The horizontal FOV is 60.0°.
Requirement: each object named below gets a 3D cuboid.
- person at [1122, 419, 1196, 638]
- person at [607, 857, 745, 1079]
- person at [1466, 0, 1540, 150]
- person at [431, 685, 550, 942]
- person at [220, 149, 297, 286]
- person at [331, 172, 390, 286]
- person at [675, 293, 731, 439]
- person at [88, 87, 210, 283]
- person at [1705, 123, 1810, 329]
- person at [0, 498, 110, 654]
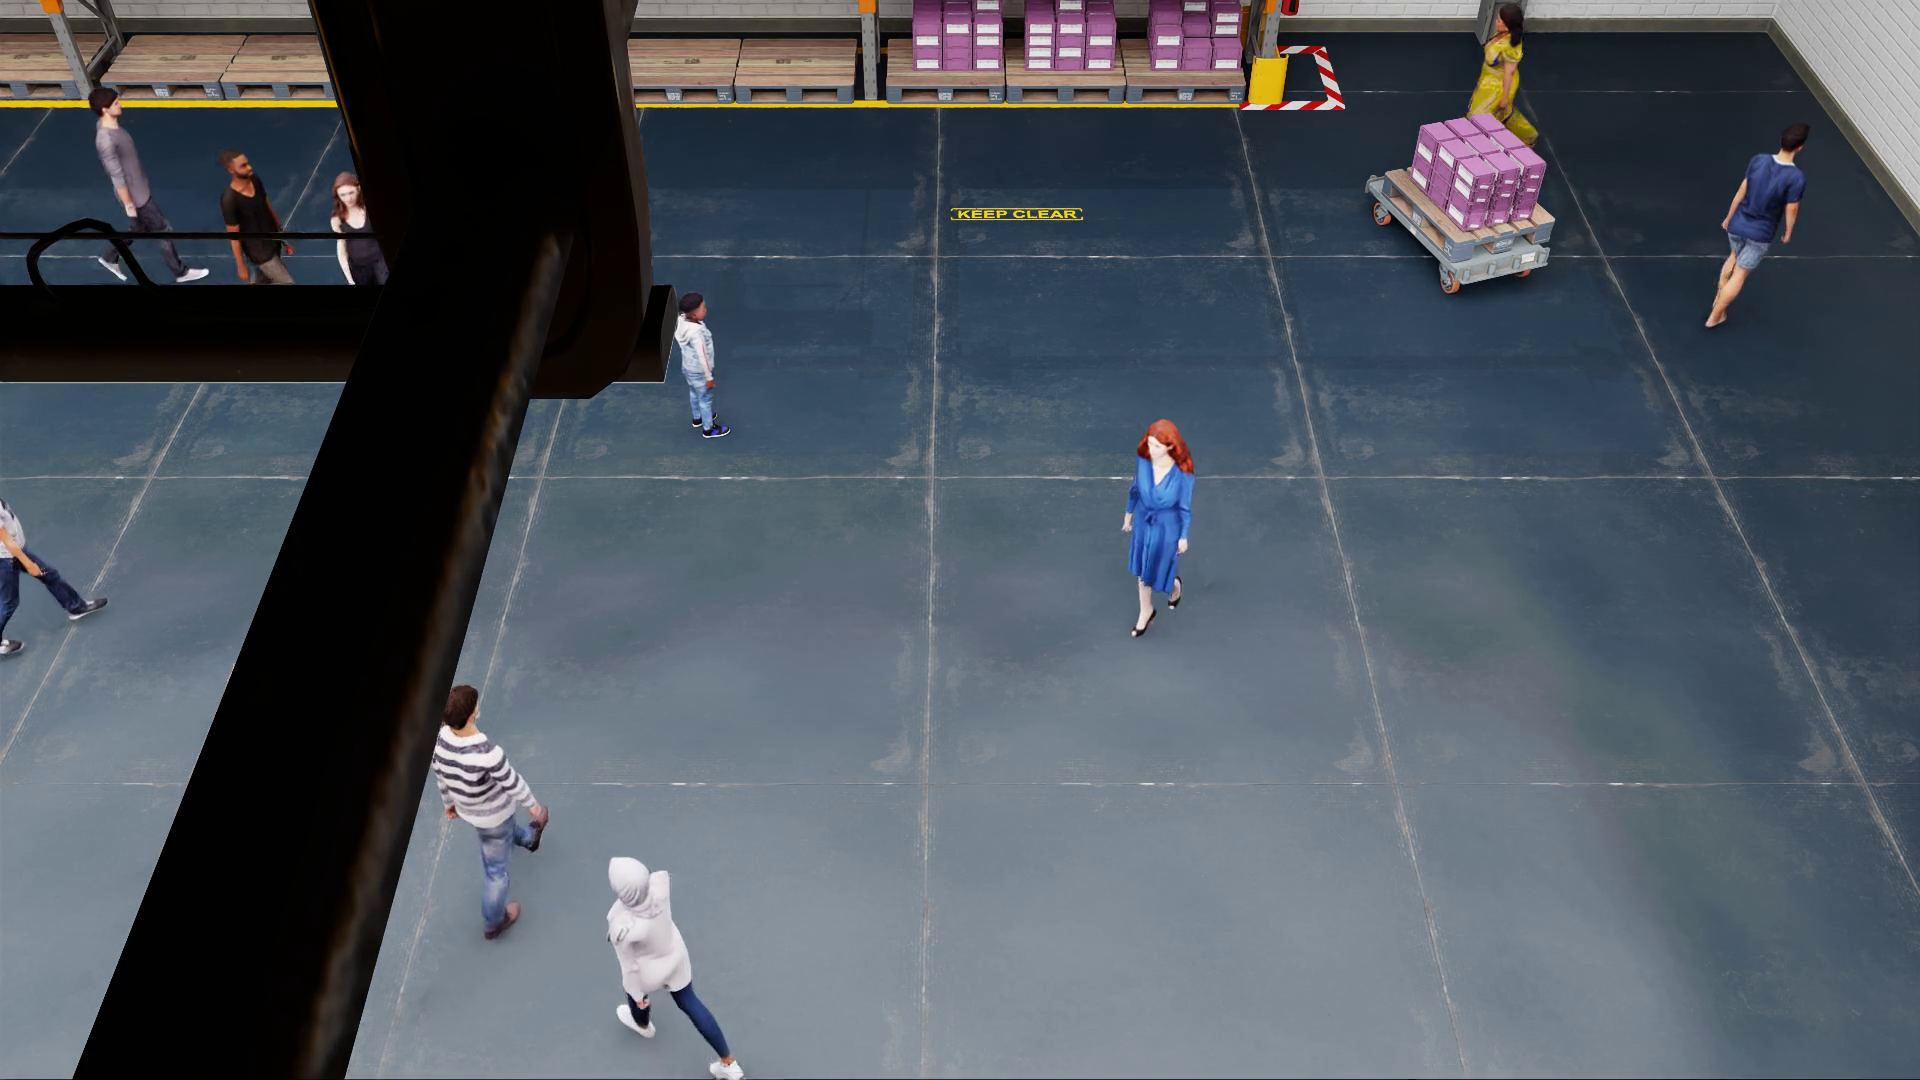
[{"bbox_3d":[1.369,-0.097,11.050,0.852,1.816,0.907,31,51,28],"label":"person"},{"bbox_3d":[-1.511,2.239,8.652,1.192,1.744,1.037,27,50,26],"label":"person"},{"bbox_3d":[5.089,-4.200,15.493,1.127,1.629,0.749,3,44,3],"label":"person"},{"bbox_3d":[-2.707,1.569,9.308,1.145,1.808,1.048,18,46,18],"label":"person"},{"bbox_3d":[-5.736,-2.362,13.462,1.224,1.770,0.769,6,44,6],"label":"person"},{"bbox_3d":[-4.757,-2.247,13.389,1.154,1.704,0.938,-18,47,-18],"label":"person"},{"bbox_3d":[-2.018,-1.348,12.768,0.606,1.260,0.563,-22,48,-22],"label":"person"},{"bbox_3d":[-7.063,-2.925,14.014,1.171,1.822,0.934,-15,46,-15],"label":"person"},{"bbox_3d":[6.433,-2.514,13.581,0.902,1.825,0.838,-30,51,-28],"label":"person"},{"bbox_3d":[-6.387,0.137,11.018,1.119,1.524,0.941,-24,49,-23],"label":"person"}]
